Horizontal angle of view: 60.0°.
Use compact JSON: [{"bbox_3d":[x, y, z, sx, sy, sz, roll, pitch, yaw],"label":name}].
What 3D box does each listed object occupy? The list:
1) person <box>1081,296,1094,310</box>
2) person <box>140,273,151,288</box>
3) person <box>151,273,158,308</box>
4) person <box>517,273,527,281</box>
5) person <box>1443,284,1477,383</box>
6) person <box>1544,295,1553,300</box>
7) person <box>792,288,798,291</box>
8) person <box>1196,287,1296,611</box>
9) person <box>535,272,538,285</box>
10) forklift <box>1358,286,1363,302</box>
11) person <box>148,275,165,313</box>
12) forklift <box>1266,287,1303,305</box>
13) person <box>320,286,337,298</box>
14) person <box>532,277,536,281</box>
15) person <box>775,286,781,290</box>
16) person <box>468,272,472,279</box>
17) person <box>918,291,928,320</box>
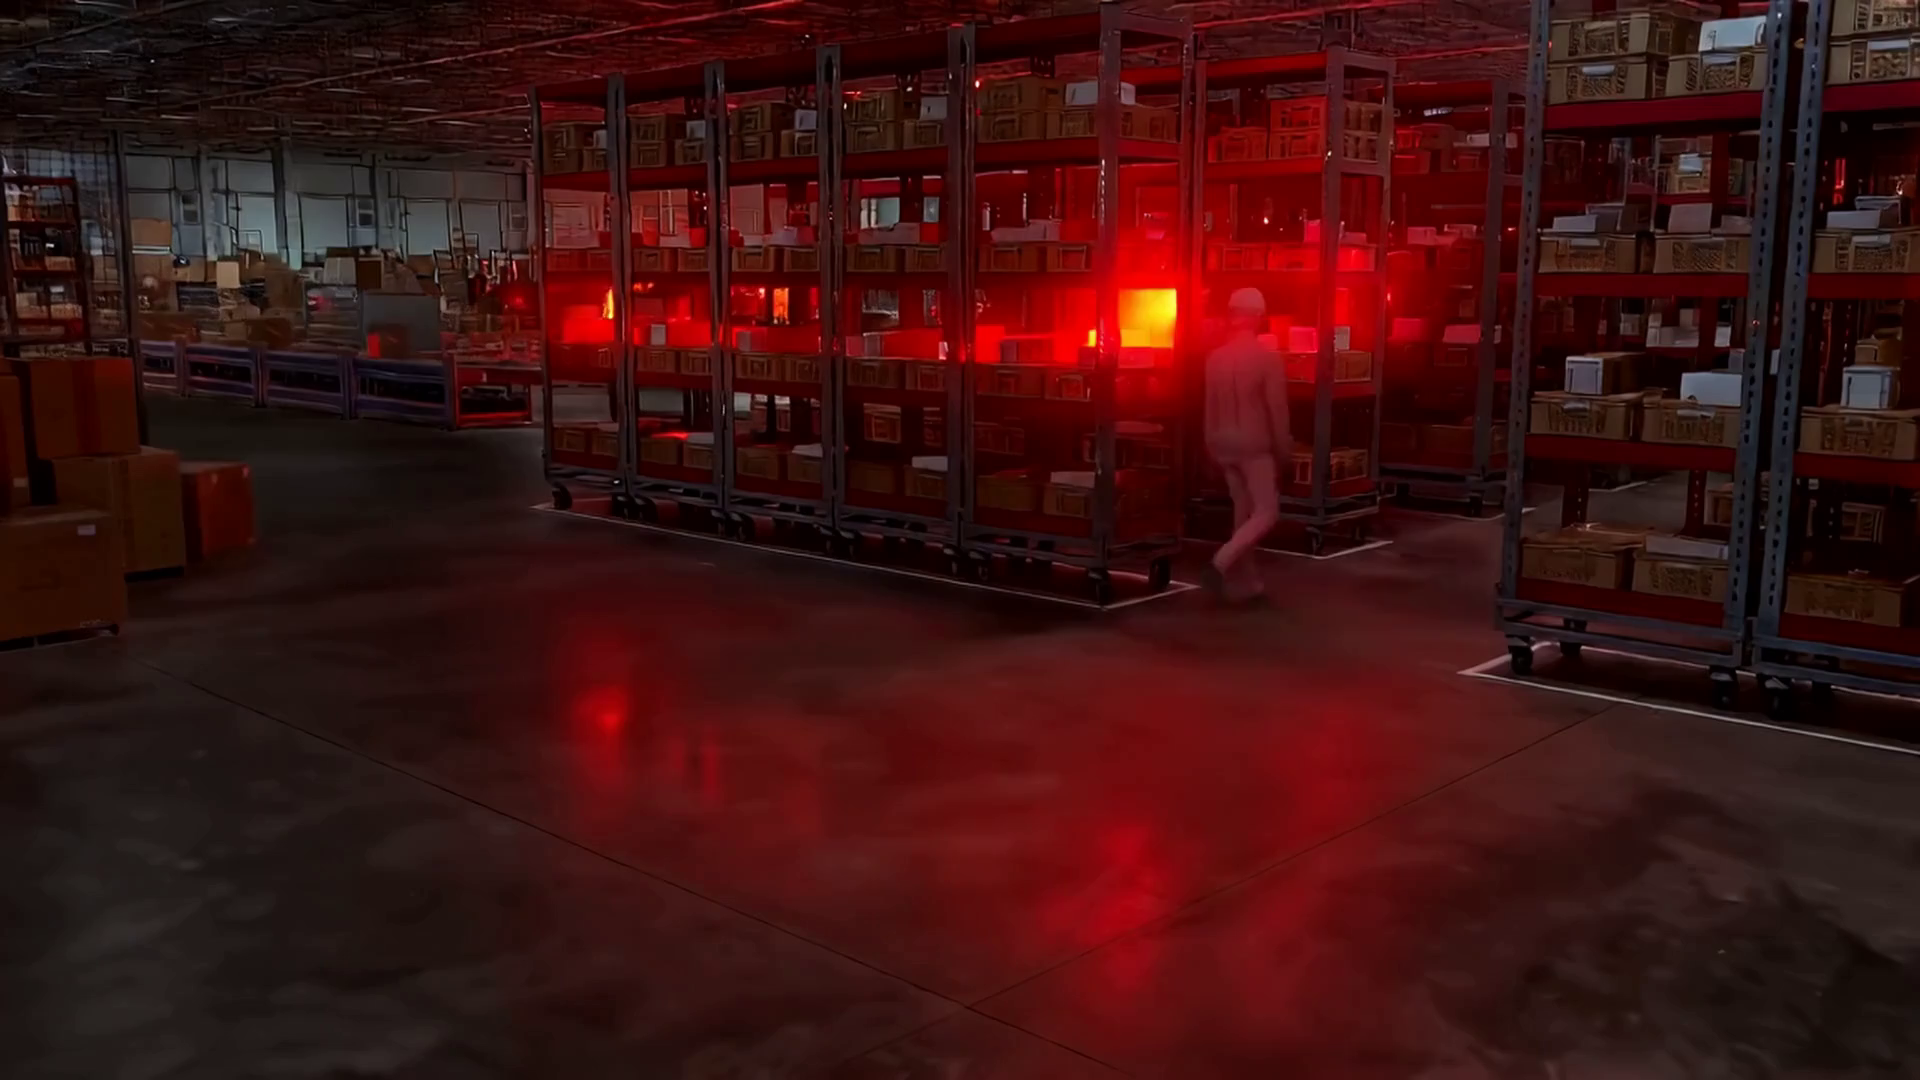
[{"bbox_3d":[1.748,-2.687,23.955,0.898,1.726,0.523,-6,11,-33],"label":"person"},{"bbox_3d":[-32.519,-9.718,66.448,0.577,1.922,0.486,5,10,28],"label":"person"},{"bbox_3d":[-34.514,-10.488,71.340,0.363,1.879,0.579,-7,12,-36],"label":"person"},{"bbox_3d":[-21.432,-12.125,81.391,0.521,1.865,0.319,-4,10,-24],"label":"person"},{"bbox_3d":[6.391,-2.340,20.991,0.976,2.003,0.613,6,11,33],"label":"person"},{"bbox_3d":[16.738,-6.539,47.524,0.878,1.722,0.549,7,12,38],"label":"person"},{"bbox_3d":[-6.223,-8.973,62.632,0.643,1.675,0.531,4,10,24],"label":"person"},{"bbox_3d":[1.674,-0.522,9.929,0.641,1.969,0.636,-6,11,-35],"label":"person"},{"bbox_3d":[-22.783,-13.577,90.156,0.705,1.915,0.653,0,9,1],"label":"person"},{"bbox_3d":[11.100,-7.017,46.970,1.873,2.768,1.129,9,13,43],"label":"forklift"},{"bbox_3d":[-22.478,-6.436,46.439,0.968,1.885,0.562,-9,13,-43],"label":"person"},{"bbox_3d":[10.769,-8.203,54.240,1.129,2.768,1.873,8,12,42],"label":"forklift"},{"bbox_3d":[-17.984,-6.661,47.501,0.393,1.990,0.616,3,10,19],"label":"person"},{"bbox_3d":[-24.811,-14.807,97.702,0.609,1.908,0.410,1,9,7],"label":"person"},{"bbox_3d":[-6.713,-8.790,61.815,0.859,1.583,0.507,3,10,16],"label":"person"},{"bbox_3d":[-24.003,-12.144,80.967,0.703,2.000,1.002,0,9,-3],"label":"person"},{"bbox_3d":[-1.026,-5.629,41.700,0.403,1.822,0.600,-4,10,-23],"label":"person"}]
